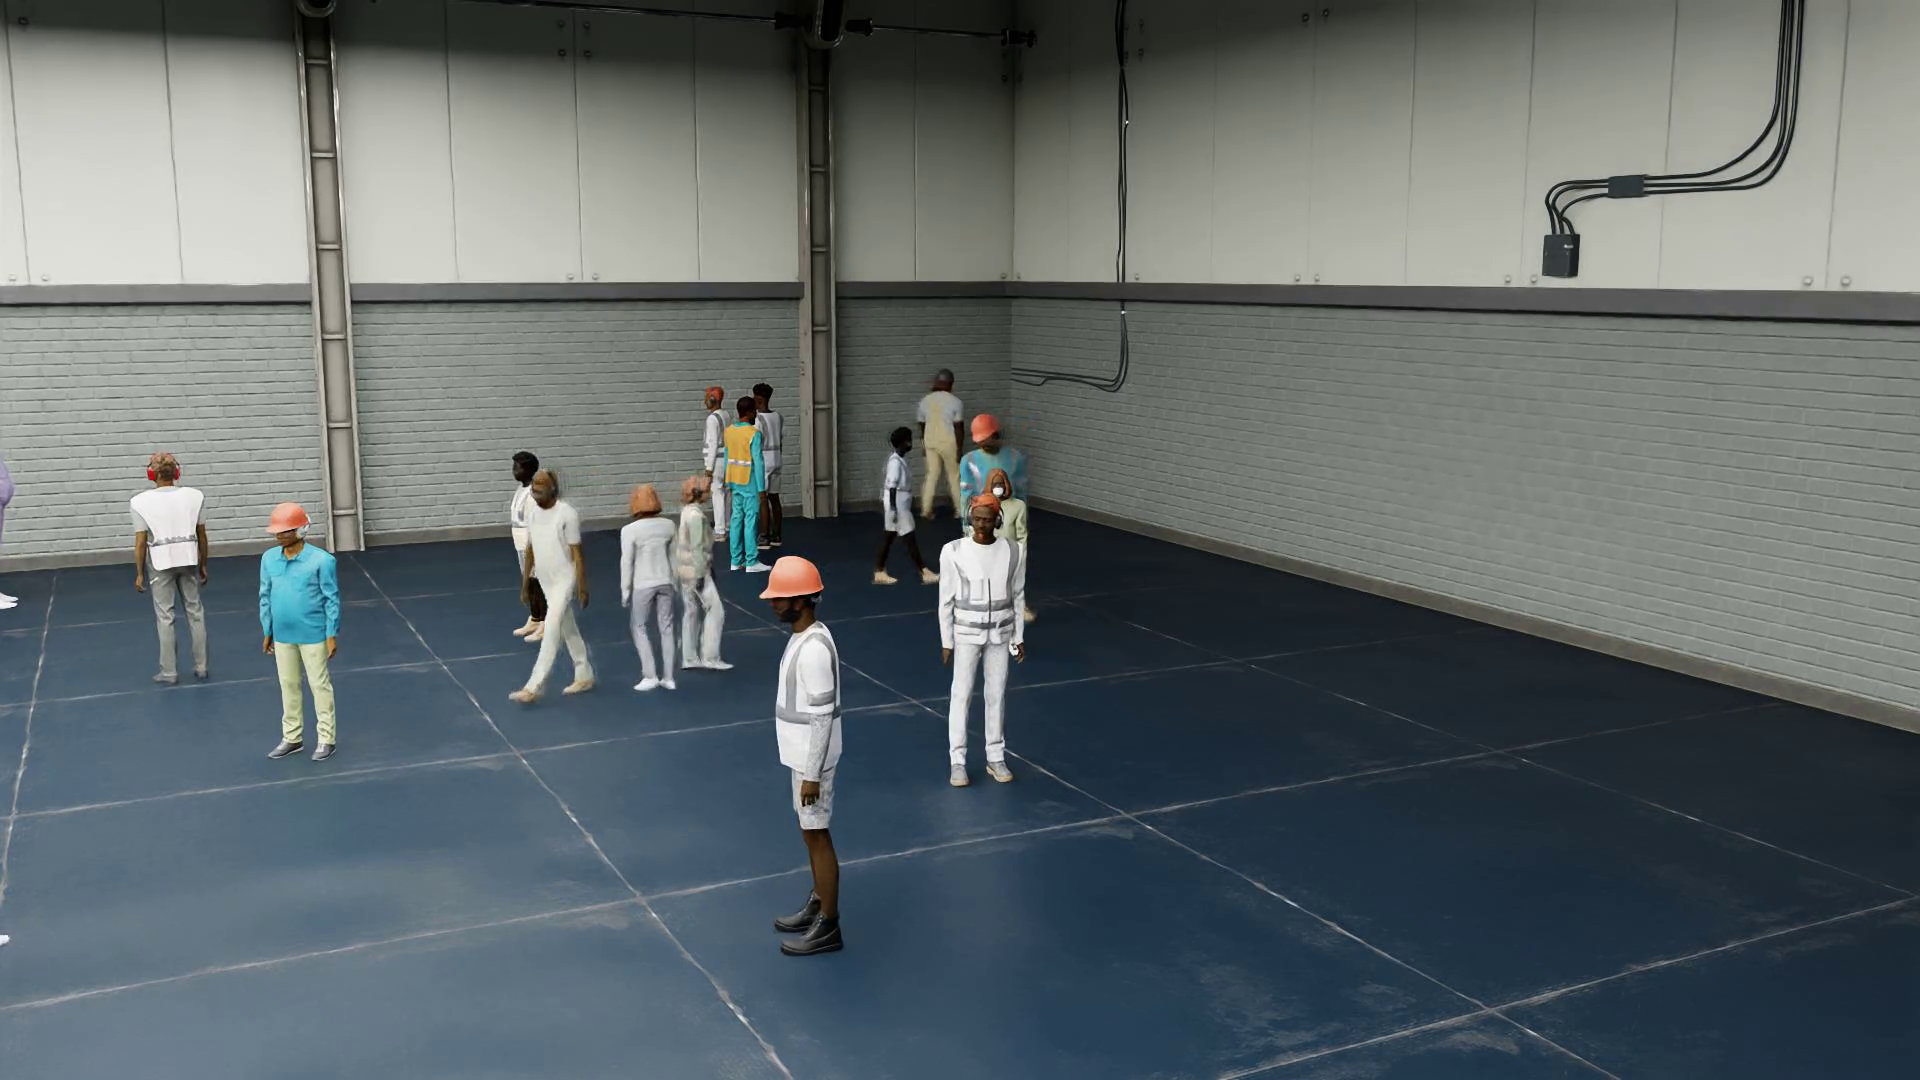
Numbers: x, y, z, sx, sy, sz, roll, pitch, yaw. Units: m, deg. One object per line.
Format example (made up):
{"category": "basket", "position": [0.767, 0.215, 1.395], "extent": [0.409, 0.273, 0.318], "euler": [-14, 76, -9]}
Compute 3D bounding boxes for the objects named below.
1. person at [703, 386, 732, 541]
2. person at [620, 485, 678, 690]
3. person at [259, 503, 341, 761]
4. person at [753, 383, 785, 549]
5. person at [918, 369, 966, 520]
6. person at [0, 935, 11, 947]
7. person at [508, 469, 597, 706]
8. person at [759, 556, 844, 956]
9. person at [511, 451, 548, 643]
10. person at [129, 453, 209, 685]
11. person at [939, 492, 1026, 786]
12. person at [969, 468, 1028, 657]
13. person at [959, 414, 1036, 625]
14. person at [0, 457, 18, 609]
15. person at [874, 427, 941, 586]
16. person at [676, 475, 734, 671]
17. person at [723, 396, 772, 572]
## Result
{"category": "person", "position": [-2.953, -0.923, 20.202], "extent": [0.352, 1.883, 0.576], "euler": [2, 9, 10]}
{"category": "person", "position": [-2.418, 0.383, 13.020], "extent": [0.507, 1.608, 0.397], "euler": [-7, 12, -38]}
{"category": "person", "position": [-4.439, 0.612, 11.143], "extent": [0.572, 1.747, 0.341], "euler": [2, 9, 12]}
{"category": "person", "position": [-2.306, -0.874, 19.642], "extent": [0.368, 1.966, 0.602], "euler": [5, 10, 27]}
{"category": "person", "position": [-0.218, -1.276, 21.889], "extent": [0.697, 2.000, 0.855], "euler": [6, 11, 31]}
{"category": "person", "position": [-4.840, 1.057, 7.919], "extent": [0.452, 1.909, 0.582], "euler": [-2, 9, -13]}
{"category": "person", "position": [-3.133, 0.353, 12.599], "extent": [0.565, 1.787, 0.902], "euler": [7, 11, 35]}
{"category": "person", "position": [-0.759, 1.031, 8.003], "extent": [0.376, 1.932, 0.551], "euler": [-2, 9, -10]}
{"category": "person", "position": [-3.812, 0.055, 14.743], "extent": [0.316, 1.695, 0.542], "euler": [-6, 11, -31]}
{"category": "person", "position": [-6.252, 0.230, 13.205], "extent": [0.393, 1.846, 0.564], "euler": [9, 13, 44]}
{"category": "person", "position": [0.150, 0.629, 10.643], "extent": [0.574, 1.881, 0.358], "euler": [-3, 10, -16]}
{"category": "person", "position": [0.324, 0.193, 14.125], "extent": [0.499, 1.627, 0.279], "euler": [-1, 9, -7]}
{"category": "person", "position": [0.322, -0.169, 15.219], "extent": [0.673, 1.991, 0.499], "euler": [-2, 9, -13]}
{"category": "person", "position": [-9.442, -0.288, 16.219], "extent": [0.399, 1.908, 0.643], "euler": [-4, 10, -25]}
{"category": "person", "position": [-0.521, -0.339, 17.261], "extent": [0.840, 1.653, 0.551], "euler": [1, 9, 4]}
{"category": "person", "position": [-2.081, 0.272, 13.614], "extent": [0.476, 1.625, 0.541], "euler": [-3, 10, -19]}
{"category": "person", "position": [-2.338, -0.606, 18.138], "extent": [0.596, 1.918, 0.382], "euler": [8, 12, 42]}
